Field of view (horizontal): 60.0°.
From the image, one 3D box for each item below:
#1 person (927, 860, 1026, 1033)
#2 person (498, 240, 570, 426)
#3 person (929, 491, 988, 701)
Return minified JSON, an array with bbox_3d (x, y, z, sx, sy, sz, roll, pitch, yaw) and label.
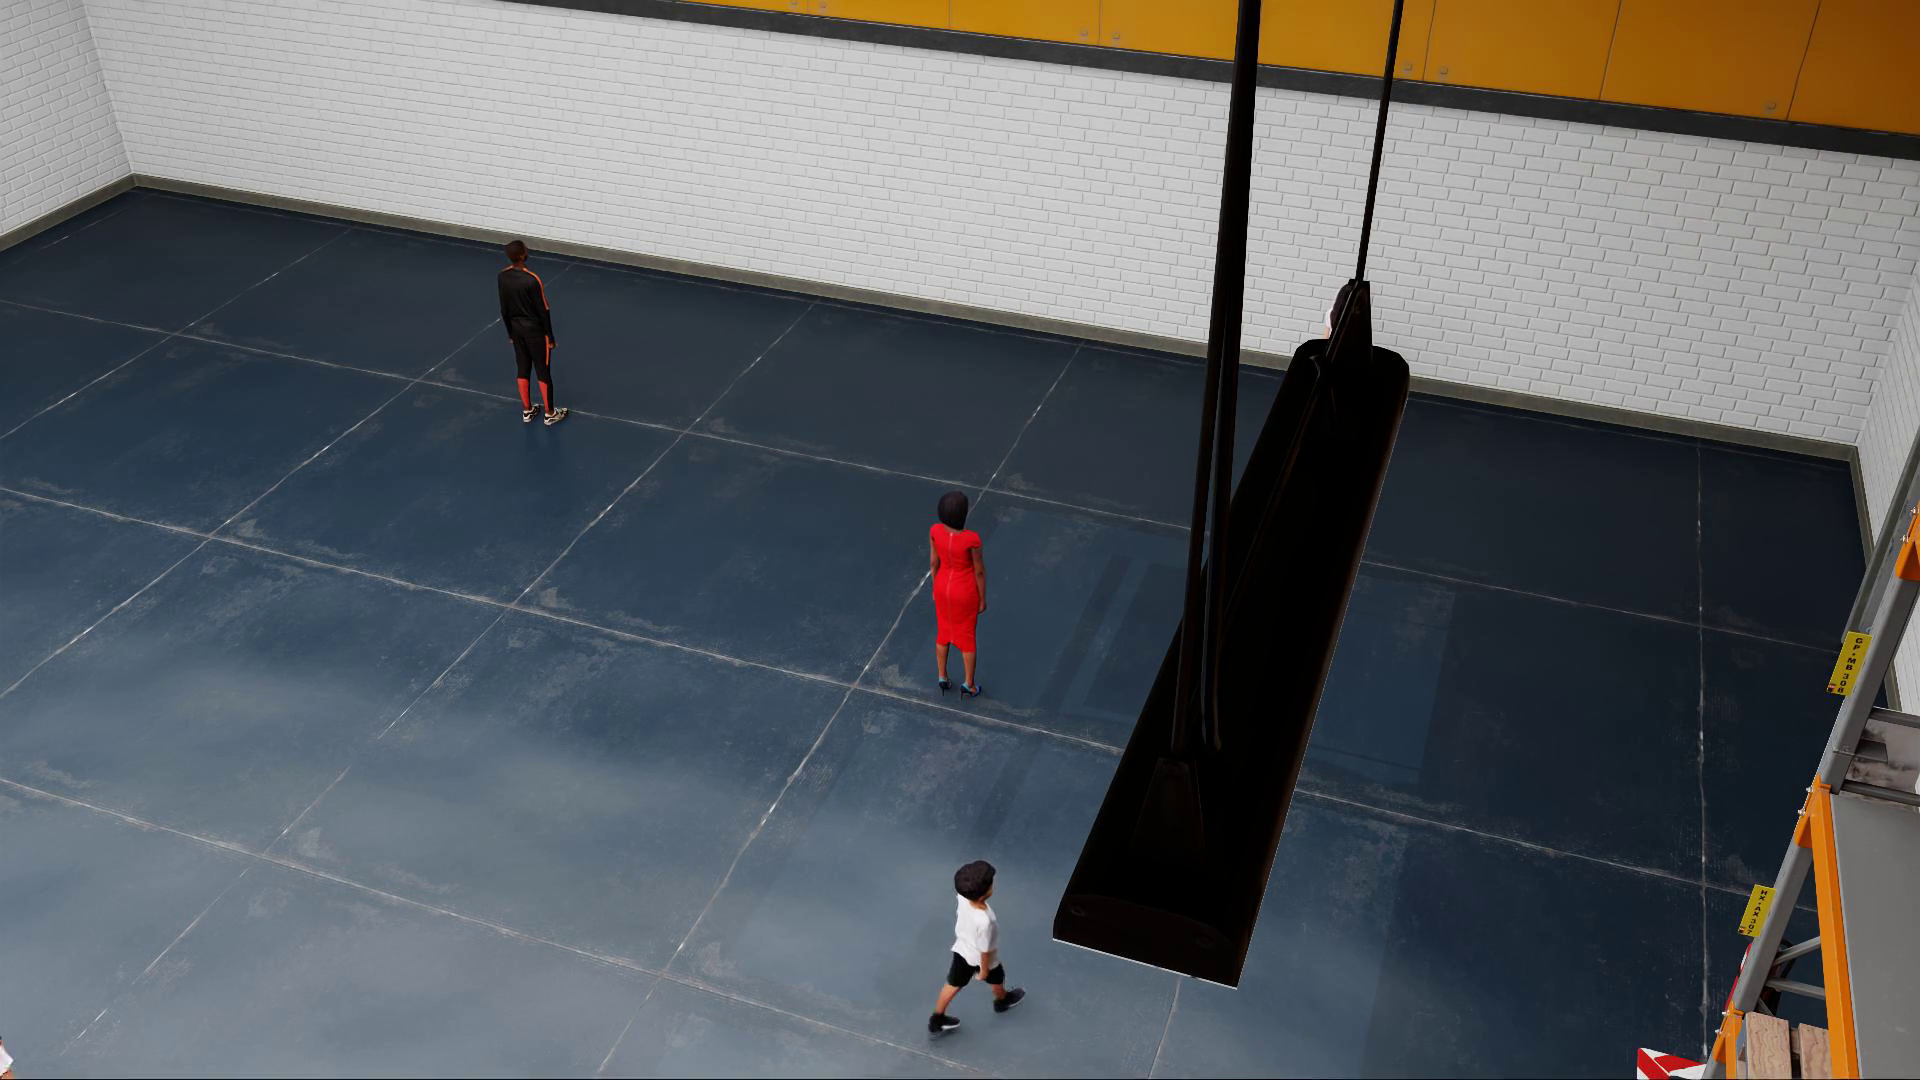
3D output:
[{"bbox_3d":[0.034,2.353,9.518,0.928,1.238,0.801,-20,38,-27],"label":"person"},{"bbox_3d":[-4.012,-1.937,15.459,0.625,1.807,0.519,10,35,15],"label":"person"},{"bbox_3d":[-0.028,0.405,11.993,0.588,1.743,0.527,16,37,22],"label":"person"}]
